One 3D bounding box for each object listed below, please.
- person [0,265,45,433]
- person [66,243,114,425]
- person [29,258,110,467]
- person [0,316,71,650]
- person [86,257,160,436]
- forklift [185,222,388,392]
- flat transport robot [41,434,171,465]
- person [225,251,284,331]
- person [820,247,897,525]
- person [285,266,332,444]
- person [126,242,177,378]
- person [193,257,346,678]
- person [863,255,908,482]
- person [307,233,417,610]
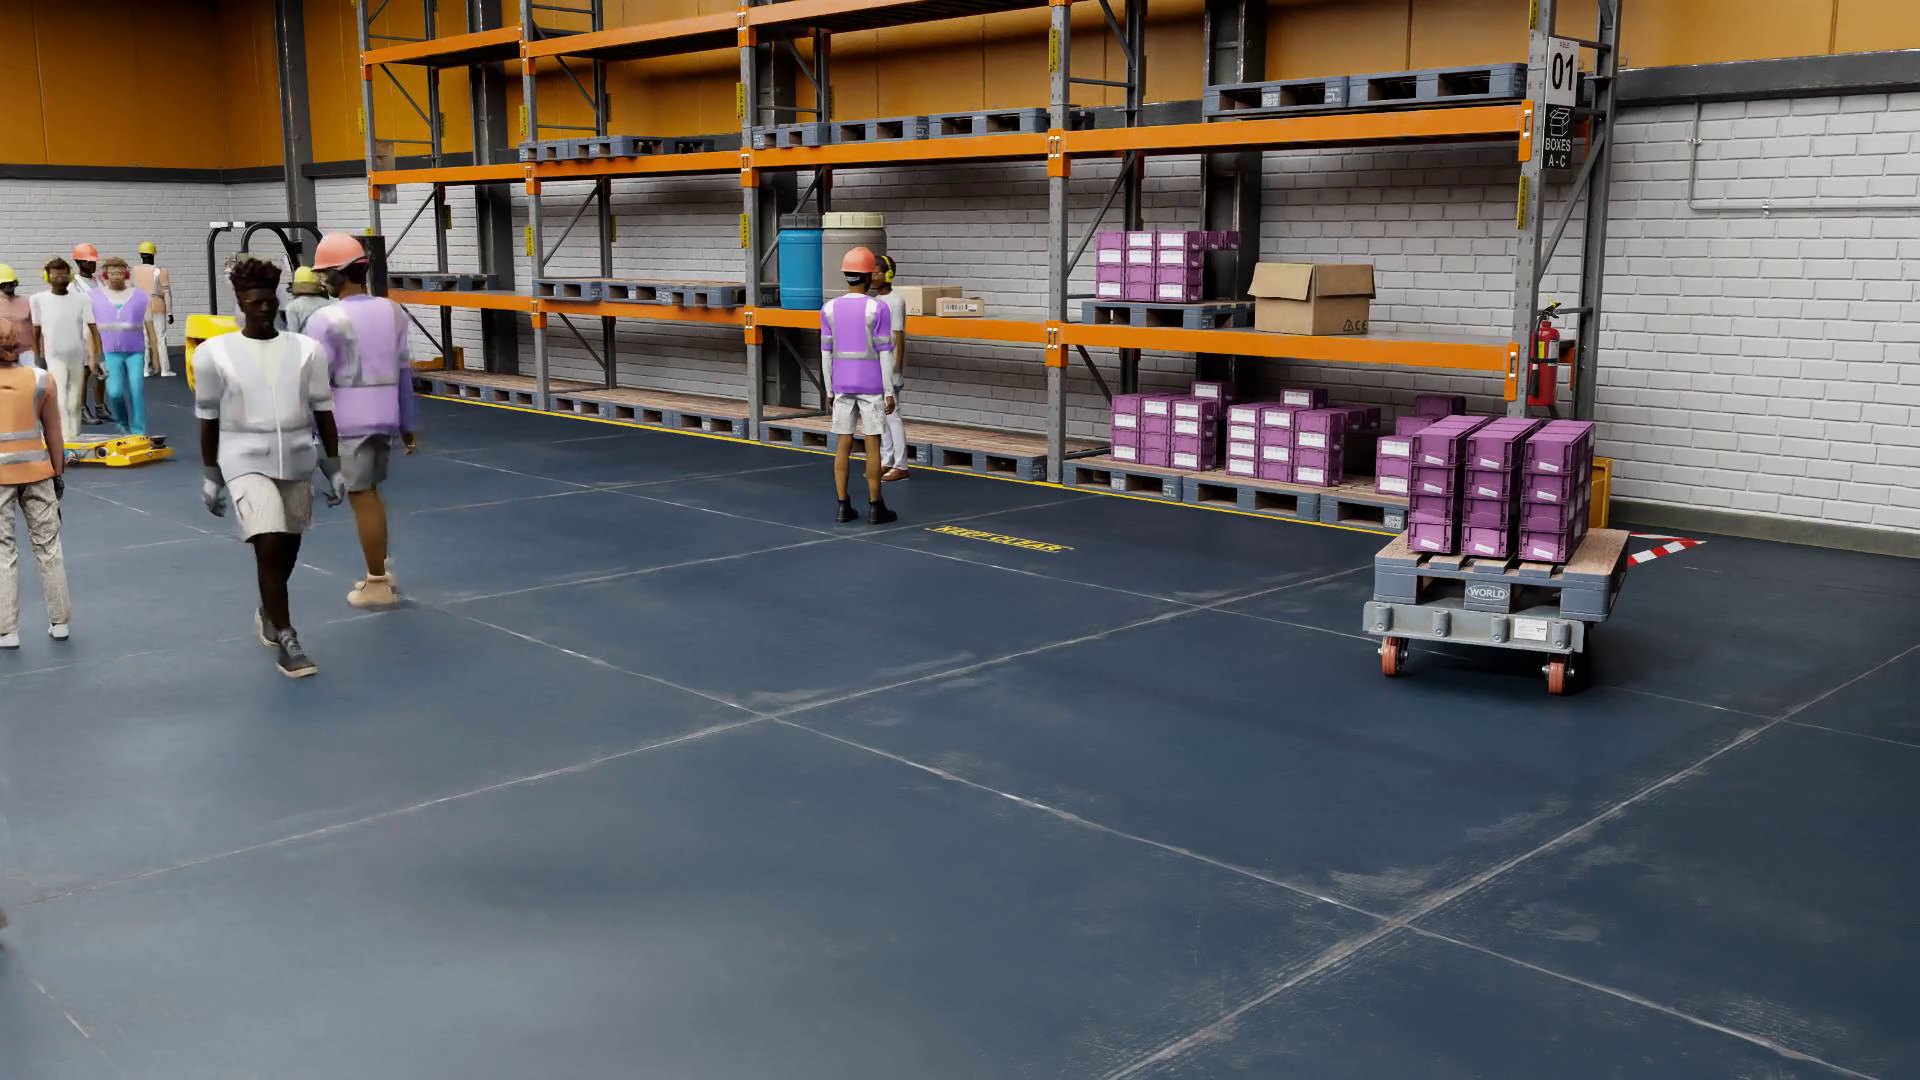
[{"bbox_3d":[-9.182,-1.797,16.183,0.531,1.737,0.539,-8,13,-37],"label":"person"},{"bbox_3d":[-9.310,-2.206,17.854,0.363,1.935,0.553,3,11,15],"label":"person"},{"bbox_3d":[-7.793,-1.551,14.595,0.548,1.816,0.950,-8,13,-36],"label":"person"},{"bbox_3d":[-4.653,-0.280,8.164,0.309,1.641,0.511,9,14,40],"label":"person"},{"bbox_3d":[-7.869,-1.743,15.632,0.599,1.825,0.451,-5,12,-27],"label":"person"},{"bbox_3d":[-8.169,-2.758,20.163,2.313,2.155,1.214,-10,14,-44],"label":"forklift"},{"bbox_3d":[-7.886,-0.812,14.802,1.431,0.197,0.652,1,10,5],"label":"flat transport robot"},{"bbox_3d":[-5.352,-1.268,12.845,0.514,1.897,0.650,-6,12,-30],"label":"person"},{"bbox_3d":[-0.702,-1.075,11.683,0.542,1.939,0.361,4,11,21],"label":"person"},{"bbox_3d":[-6.192,-1.763,15.992,0.569,1.727,0.499,9,14,41],"label":"person"},{"bbox_3d":[-11.520,-3.273,23.703,0.594,1.926,0.366,-1,10,-6],"label":"person"},{"bbox_3d":[-3.278,-0.371,7.892,0.619,1.928,0.969,-9,13,-39],"label":"person"},{"bbox_3d":[-0.606,-1.412,13.745,0.321,1.860,0.518,-5,11,-23],"label":"person"},{"bbox_3d":[-3.308,-0.626,8.973,0.571,2.029,0.647,5,12,27],"label":"person"}]
